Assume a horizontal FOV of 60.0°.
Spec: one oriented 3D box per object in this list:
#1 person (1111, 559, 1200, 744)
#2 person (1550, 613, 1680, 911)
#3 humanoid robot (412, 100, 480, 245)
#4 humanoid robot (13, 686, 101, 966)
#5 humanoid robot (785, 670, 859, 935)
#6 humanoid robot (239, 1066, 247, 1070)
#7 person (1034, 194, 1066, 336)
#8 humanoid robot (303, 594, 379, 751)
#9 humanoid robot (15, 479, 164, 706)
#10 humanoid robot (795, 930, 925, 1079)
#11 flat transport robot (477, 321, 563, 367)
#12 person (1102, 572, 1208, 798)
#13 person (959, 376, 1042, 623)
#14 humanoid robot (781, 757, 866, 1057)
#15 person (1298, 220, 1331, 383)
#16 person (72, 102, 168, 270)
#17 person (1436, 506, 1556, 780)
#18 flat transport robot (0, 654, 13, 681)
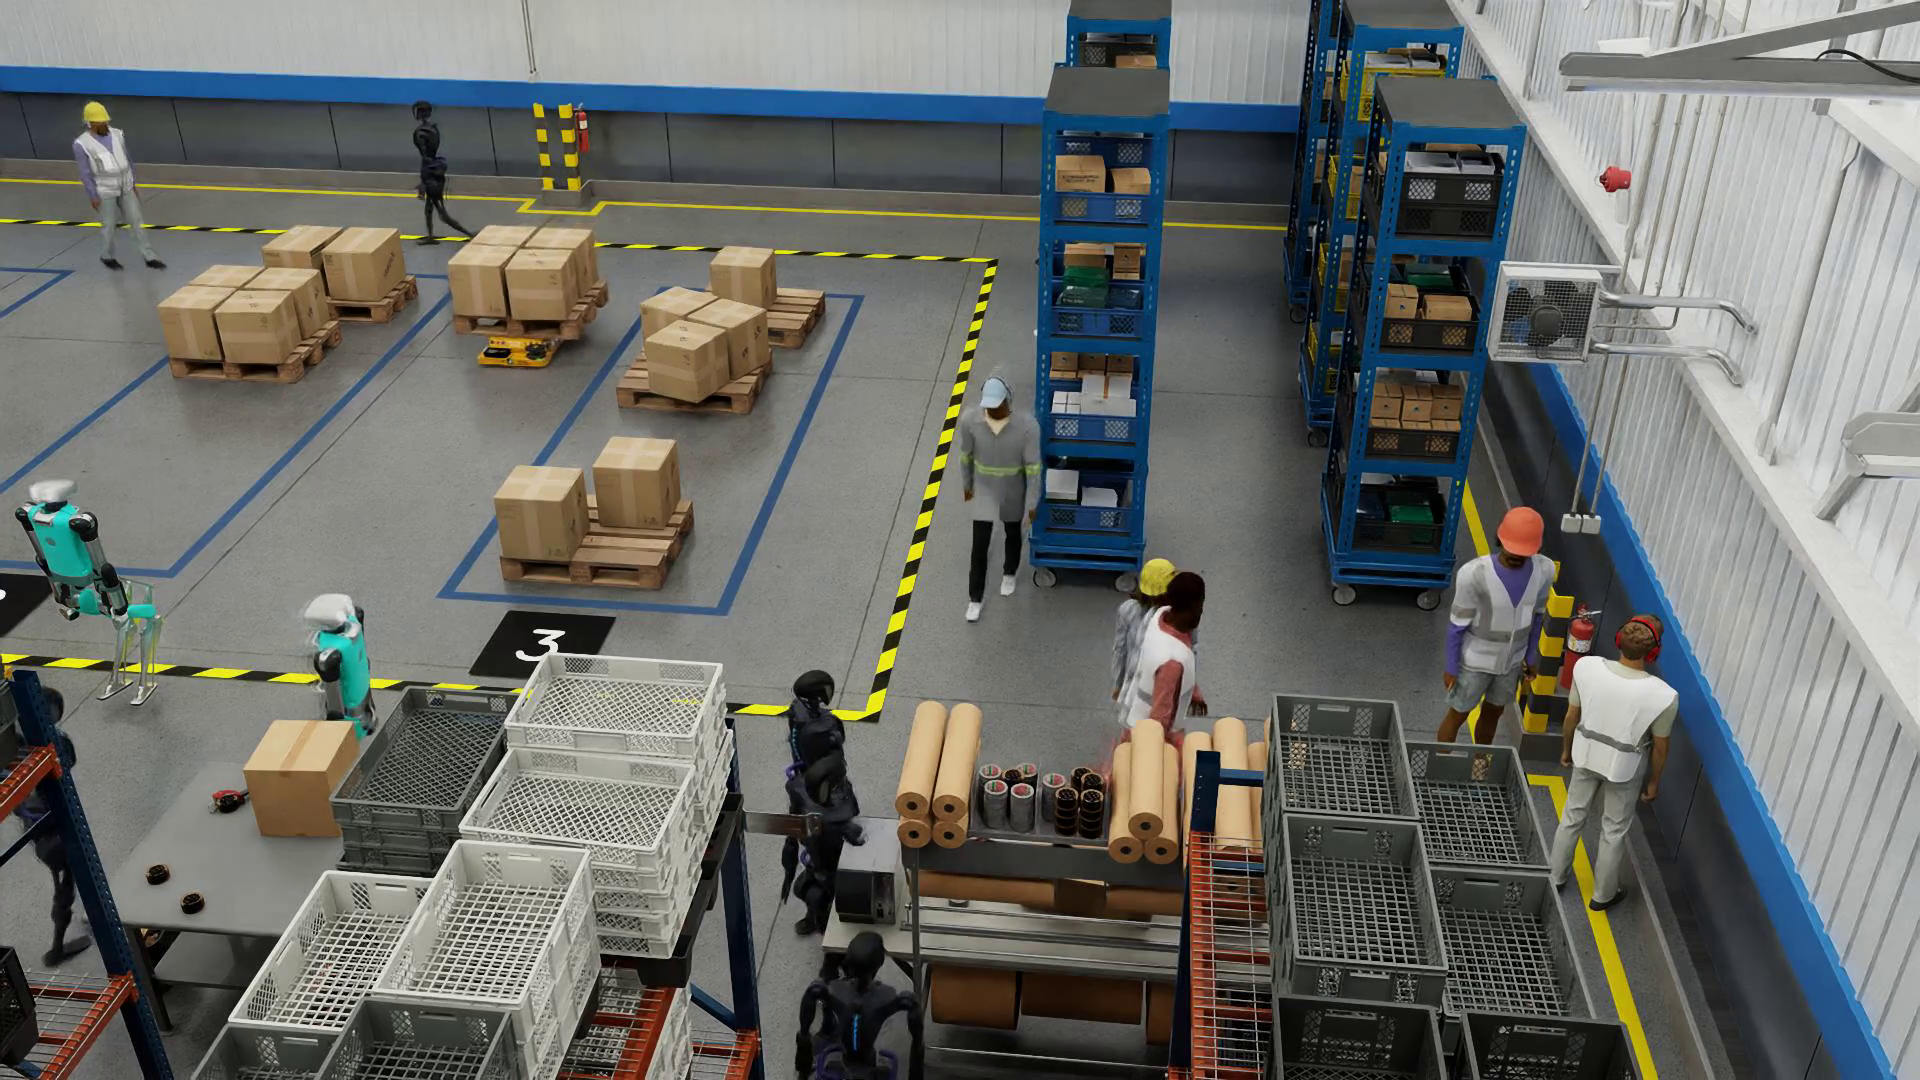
[{"bbox_3d":[1.120,0.867,9.716,0.492,1.743,0.295,9,31,15],"label":"person"},{"bbox_3d":[3.513,1.217,9.015,0.565,1.846,0.390,23,37,34],"label":"person"},{"bbox_3d":[-5.698,-3.976,18.152,0.748,1.647,0.595,-2,30,-3],"label":"humanoid robot"},{"bbox_3d":[-4.788,1.483,8.739,0.519,1.626,0.610,-25,38,-36],"label":"humanoid robot"},{"bbox_3d":[-0.725,1.373,8.915,0.508,1.645,0.600,-21,36,-31],"label":"humanoid robot"},{"bbox_3d":[-2.562,2.640,6.659,0.549,1.726,0.976,9,31,15],"label":"humanoid robot"},{"bbox_3d":[0.942,-2.816,15.919,0.508,1.872,0.328,-19,35,-30],"label":"person"},{"bbox_3d":[-3.599,1.138,9.373,0.732,1.907,0.553,0,30,0],"label":"humanoid robot"},{"bbox_3d":[-5.441,0.258,10.634,0.533,1.681,0.735,8,31,14],"label":"humanoid robot"},{"bbox_3d":[-0.459,2.395,7.170,0.608,1.642,0.508,2,30,4],"label":"humanoid robot"},{"bbox_3d":[-4.143,-2.070,16.201,0.652,0.197,1.431,3,30,6],"label":"flat transport robot"},{"bbox_3d":[1.184,1.010,9.367,1.007,1.848,0.592,0,30,0],"label":"person"},{"bbox_3d":[0.267,-0.303,11.657,0.606,1.813,0.872,5,31,9],"label":"person"},{"bbox_3d":[-0.694,1.763,8.258,0.589,1.636,0.643,23,37,34],"label":"humanoid robot"},{"bbox_3d":[3.323,-2.276,14.991,0.319,1.870,0.527,25,38,36],"label":"person"},{"bbox_3d":[-8.917,-3.707,17.525,0.781,1.800,0.602,14,33,23],"label":"person"},{"bbox_3d":[3.125,0.694,9.722,0.607,2.040,0.391,-7,31,-11],"label":"person"},{"bbox_3d":[-7.142,0.969,11.010,1.431,0.231,0.659,3,30,6],"label":"flat transport robot"}]
